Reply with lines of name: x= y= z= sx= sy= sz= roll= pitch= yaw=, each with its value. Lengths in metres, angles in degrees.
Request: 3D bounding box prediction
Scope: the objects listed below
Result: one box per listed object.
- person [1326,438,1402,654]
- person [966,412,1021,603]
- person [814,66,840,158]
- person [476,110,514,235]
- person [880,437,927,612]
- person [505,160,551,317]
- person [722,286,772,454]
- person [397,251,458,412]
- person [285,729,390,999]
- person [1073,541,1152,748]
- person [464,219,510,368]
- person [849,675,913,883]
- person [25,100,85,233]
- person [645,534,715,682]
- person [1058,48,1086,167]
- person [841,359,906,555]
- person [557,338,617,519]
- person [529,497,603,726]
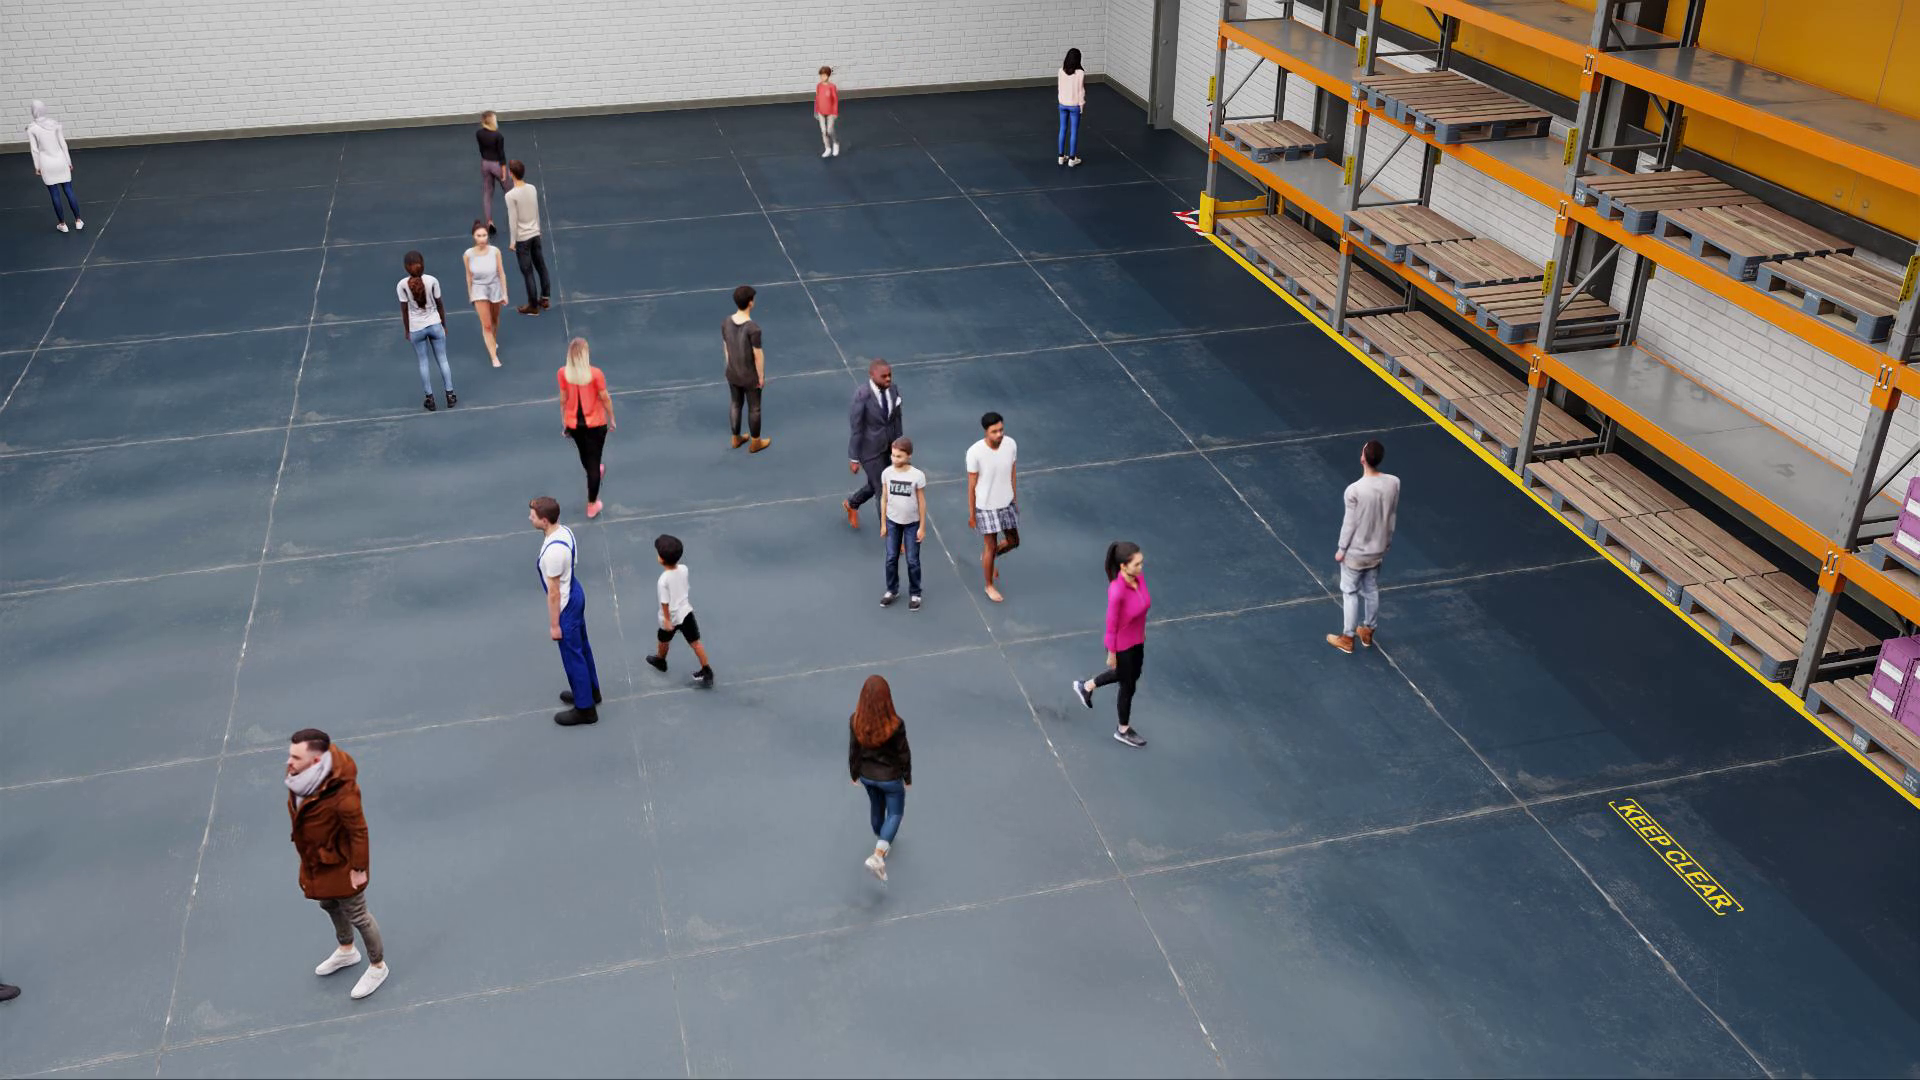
person: x=3.207 y=0.042 z=13.186 sx=0.715 sy=1.839 sz=0.602 roll=-13 pitch=31 yaw=-22
person: x=0.242 y=-0.324 z=13.992 sx=0.756 sy=1.708 sz=0.805 roll=-17 pitch=33 yaw=-28
person: x=-2.047 y=-6.716 z=26.026 sx=0.643 sy=1.406 sz=0.702 roll=13 pitch=31 yaw=23
person: x=-6.364 y=-4.945 z=22.543 sx=0.956 sy=1.633 sz=1.120 roll=8 pitch=30 yaw=15
person: x=-0.471 y=-0.160 z=13.844 sx=0.621 sy=1.562 sz=0.644 roll=7 pitch=29 yaw=12
person: x=-5.174 y=-3.611 z=19.856 sx=0.792 sy=1.865 sz=0.730 roll=15 pitch=32 yaw=26
person: x=-2.143 y=-1.690 z=16.494 sx=0.699 sy=1.711 sz=0.754 roll=14 pitch=32 yaw=25
person: x=-5.590 y=-2.200 z=17.420 sx=0.619 sy=1.719 sz=0.566 roll=-12 pitch=31 yaw=-21
person: x=-3.688 y=1.874 z=9.828 sx=0.828 sy=1.838 sz=0.903 roll=20 pitch=34 yaw=32
person: x=1.119 y=0.728 z=12.095 sx=0.975 sy=1.679 sz=0.904 roll=16 pitch=33 yaw=27
person: x=-5.310 y=-2.794 z=18.672 sx=0.708 sy=1.564 sz=1.119 roll=-13 pitch=31 yaw=-22
person: x=-0.525 y=1.549 z=10.808 sx=0.828 sy=1.471 sz=0.939 roll=9 pitch=30 yaw=16
person: x=-12.372 y=-5.106 z=22.690 sx=0.693 sy=1.775 sz=0.675 roll=-21 pitch=35 yaw=-33
person: x=-2.139 y=0.563 z=12.864 sx=0.935 sy=1.231 sz=0.822 roll=19 pitch=34 yaw=31
person: x=1.684 y=-6.664 z=25.556 sx=0.698 sy=1.766 sz=0.770 roll=17 pitch=33 yaw=29
person: x=-0.799 y=-0.786 z=14.765 sx=1.100 sy=1.781 sz=1.271 roll=-25 pitch=37 yaw=-38
person: x=-3.461 y=-1.002 z=15.292 sx=0.885 sy=1.655 sz=1.141 roll=4 pitch=29 yaw=6
person: x=-2.916 y=0.500 z=12.338 sx=0.723 sy=1.847 sz=0.572 roll=-1 pitch=29 yaw=-2
